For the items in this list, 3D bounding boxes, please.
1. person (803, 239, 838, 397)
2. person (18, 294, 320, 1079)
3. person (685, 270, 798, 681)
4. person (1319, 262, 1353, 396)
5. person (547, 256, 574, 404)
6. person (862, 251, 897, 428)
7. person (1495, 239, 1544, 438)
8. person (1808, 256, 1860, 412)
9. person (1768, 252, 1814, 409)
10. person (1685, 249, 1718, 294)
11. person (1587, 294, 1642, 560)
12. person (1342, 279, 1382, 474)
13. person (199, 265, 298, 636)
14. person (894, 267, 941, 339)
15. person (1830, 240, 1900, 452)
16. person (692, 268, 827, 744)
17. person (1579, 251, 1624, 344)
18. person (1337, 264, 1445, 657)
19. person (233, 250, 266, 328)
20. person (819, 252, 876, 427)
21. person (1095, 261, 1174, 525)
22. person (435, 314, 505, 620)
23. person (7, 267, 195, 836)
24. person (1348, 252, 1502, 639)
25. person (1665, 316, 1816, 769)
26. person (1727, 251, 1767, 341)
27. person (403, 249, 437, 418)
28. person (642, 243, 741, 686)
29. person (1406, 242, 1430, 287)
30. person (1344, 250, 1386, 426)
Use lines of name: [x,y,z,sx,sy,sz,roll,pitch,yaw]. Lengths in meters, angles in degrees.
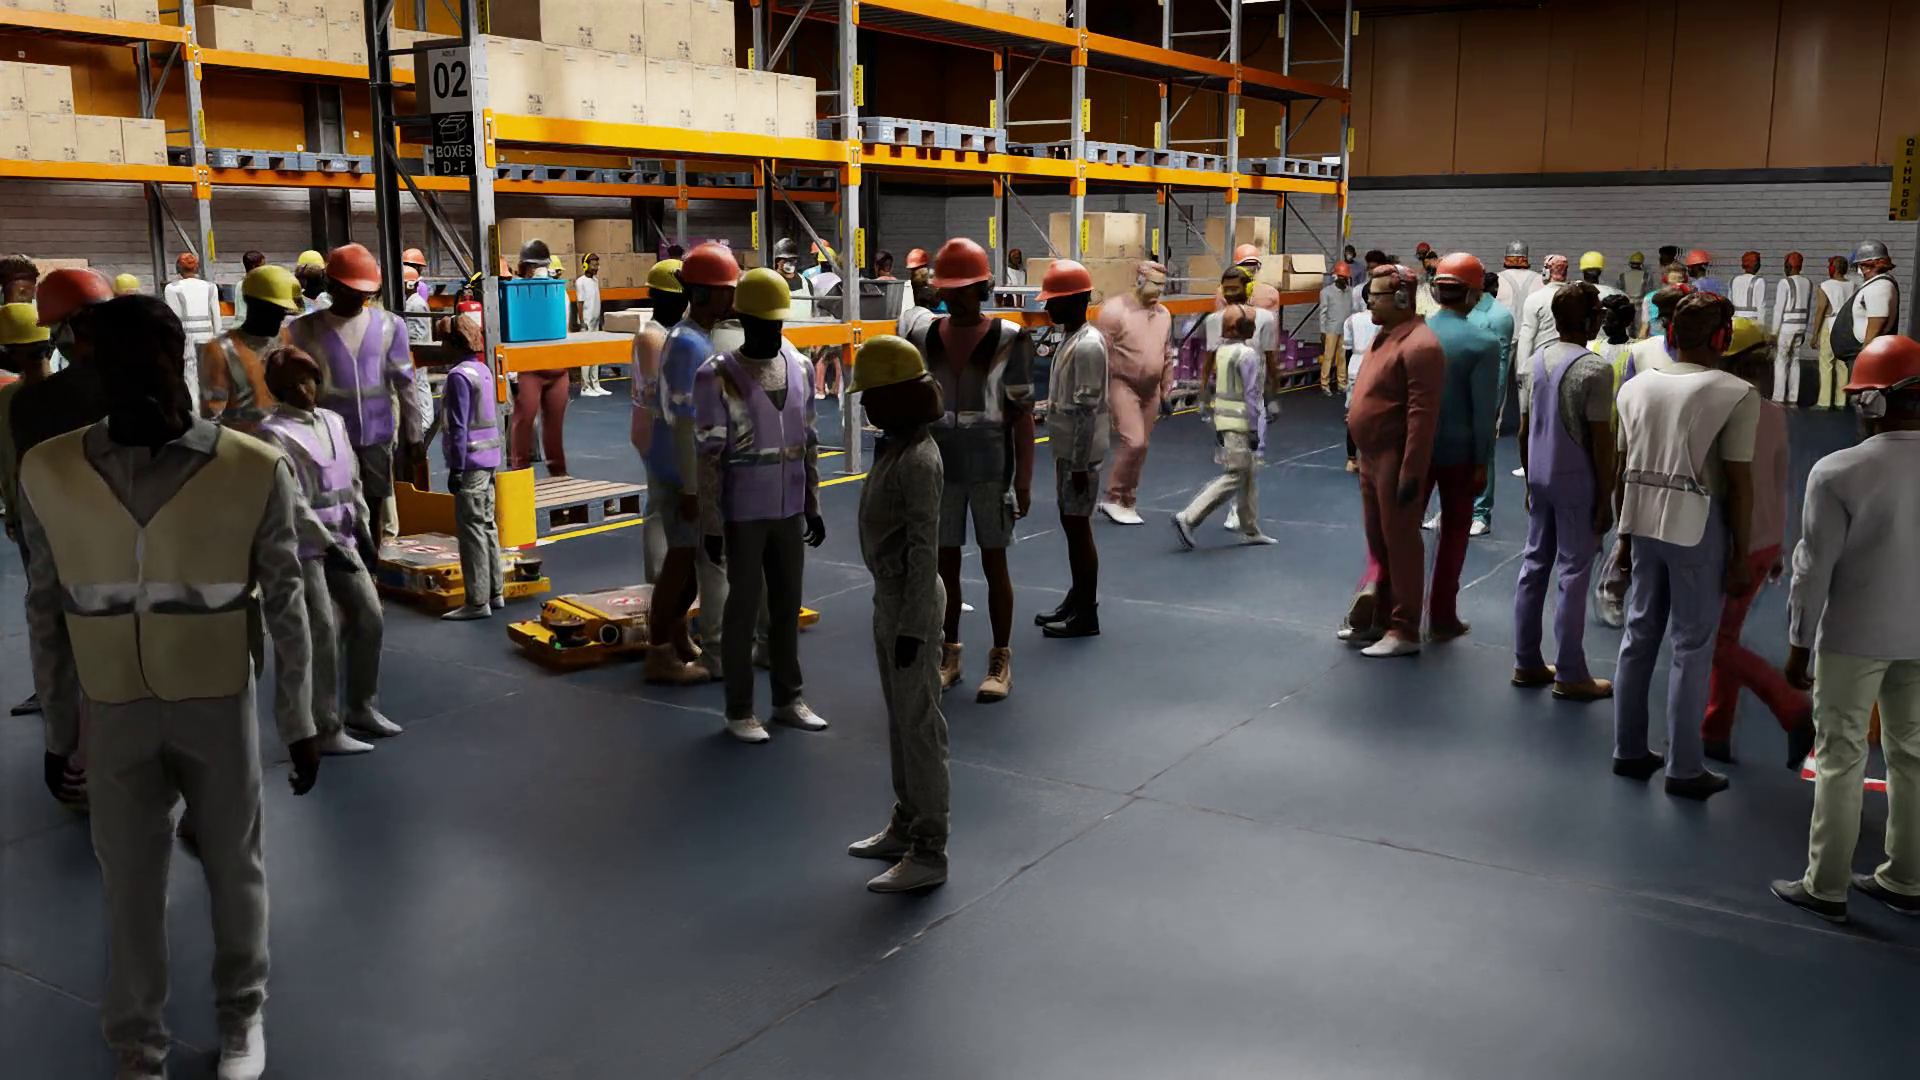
person: [-1.763,-2.843,21.405,0.606,2.036,0.407,-6,12,-29]
person: [-1.816,0.395,3.841,0.615,1.915,0.490,-2,11,-13]
person: [-1.038,-0.304,7.733,0.653,1.894,0.400,-9,13,-40]
person: [4.948,-2.751,21.698,0.570,1.743,0.351,-4,11,-23]
person: [-5.056,-2.604,20.644,0.403,1.827,0.599,-9,14,-41]
person: [-0.788,-2.099,17.637,0.599,1.909,0.401,-8,13,-39]
person: [5.658,-2.066,17.080,0.684,2.000,0.535,1,10,3]
person: [10.368,-2.434,19.696,0.566,1.837,0.388,-3,11,-17]
person: [9.980,-2.512,20.011,0.586,1.879,0.359,-5,12,-28]
person: [8.481,-2.375,19.141,0.559,1.918,0.433,-8,13,-38]
person: [4.170,-0.722,10.620,0.319,1.686,0.539,-8,13,-38]
person: [3.534,-1.393,14.314,0.319,1.693,0.532,-9,14,-41]
person: [-3.564,-0.448,8.526,0.467,1.900,0.656,6,12,30]
person: [-0.243,-0.917,11.273,0.343,1.840,0.507,-7,12,-34]
person: [8.213,-1.717,15.143,0.535,2.000,0.674,6,12,32]
person: [-0.792,-0.133,6.729,0.394,1.913,0.591,10,14,44]
person: [5.945,-1.754,15.675,0.624,1.916,0.562,2,10,11]
person: [2.093,-0.384,8.137,0.402,1.904,0.650,-1,10,-5]
person: [-7.502,-2.108,17.672,0.396,1.913,0.587,-8,13,-37]
person: [-1.072,-1.942,16.785,0.662,1.905,0.461,2,11,13]
person: [1.254,-1.026,11.776,0.704,1.875,0.495,-7,13,-35]
person: [-2.623,-0.393,8.949,0.313,1.630,0.528,0,10,-2]
person: [-2.837,0.055,5.640,0.997,1.942,0.611,10,14,43]
person: [2.345,-0.446,8.319,0.721,1.964,0.645,-10,14,-42]
person: [2.992,0.034,6.262,0.538,1.736,0.642,-7,12,-34]
person: [9.673,-2.597,20.453,0.352,1.884,0.580,-4,11,-19]
person: [-6.166,-2.316,18.800,0.548,1.925,0.392,6,12,30]
person: [-1.202,-0.327,7.561,0.558,2.010,0.634,-1,10,-4]
person: [7.526,-3.855,27.166,0.608,1.987,0.411,1,10,8]
person: [4.517,-2.176,18.052,0.629,1.917,0.997,7,12,32]
